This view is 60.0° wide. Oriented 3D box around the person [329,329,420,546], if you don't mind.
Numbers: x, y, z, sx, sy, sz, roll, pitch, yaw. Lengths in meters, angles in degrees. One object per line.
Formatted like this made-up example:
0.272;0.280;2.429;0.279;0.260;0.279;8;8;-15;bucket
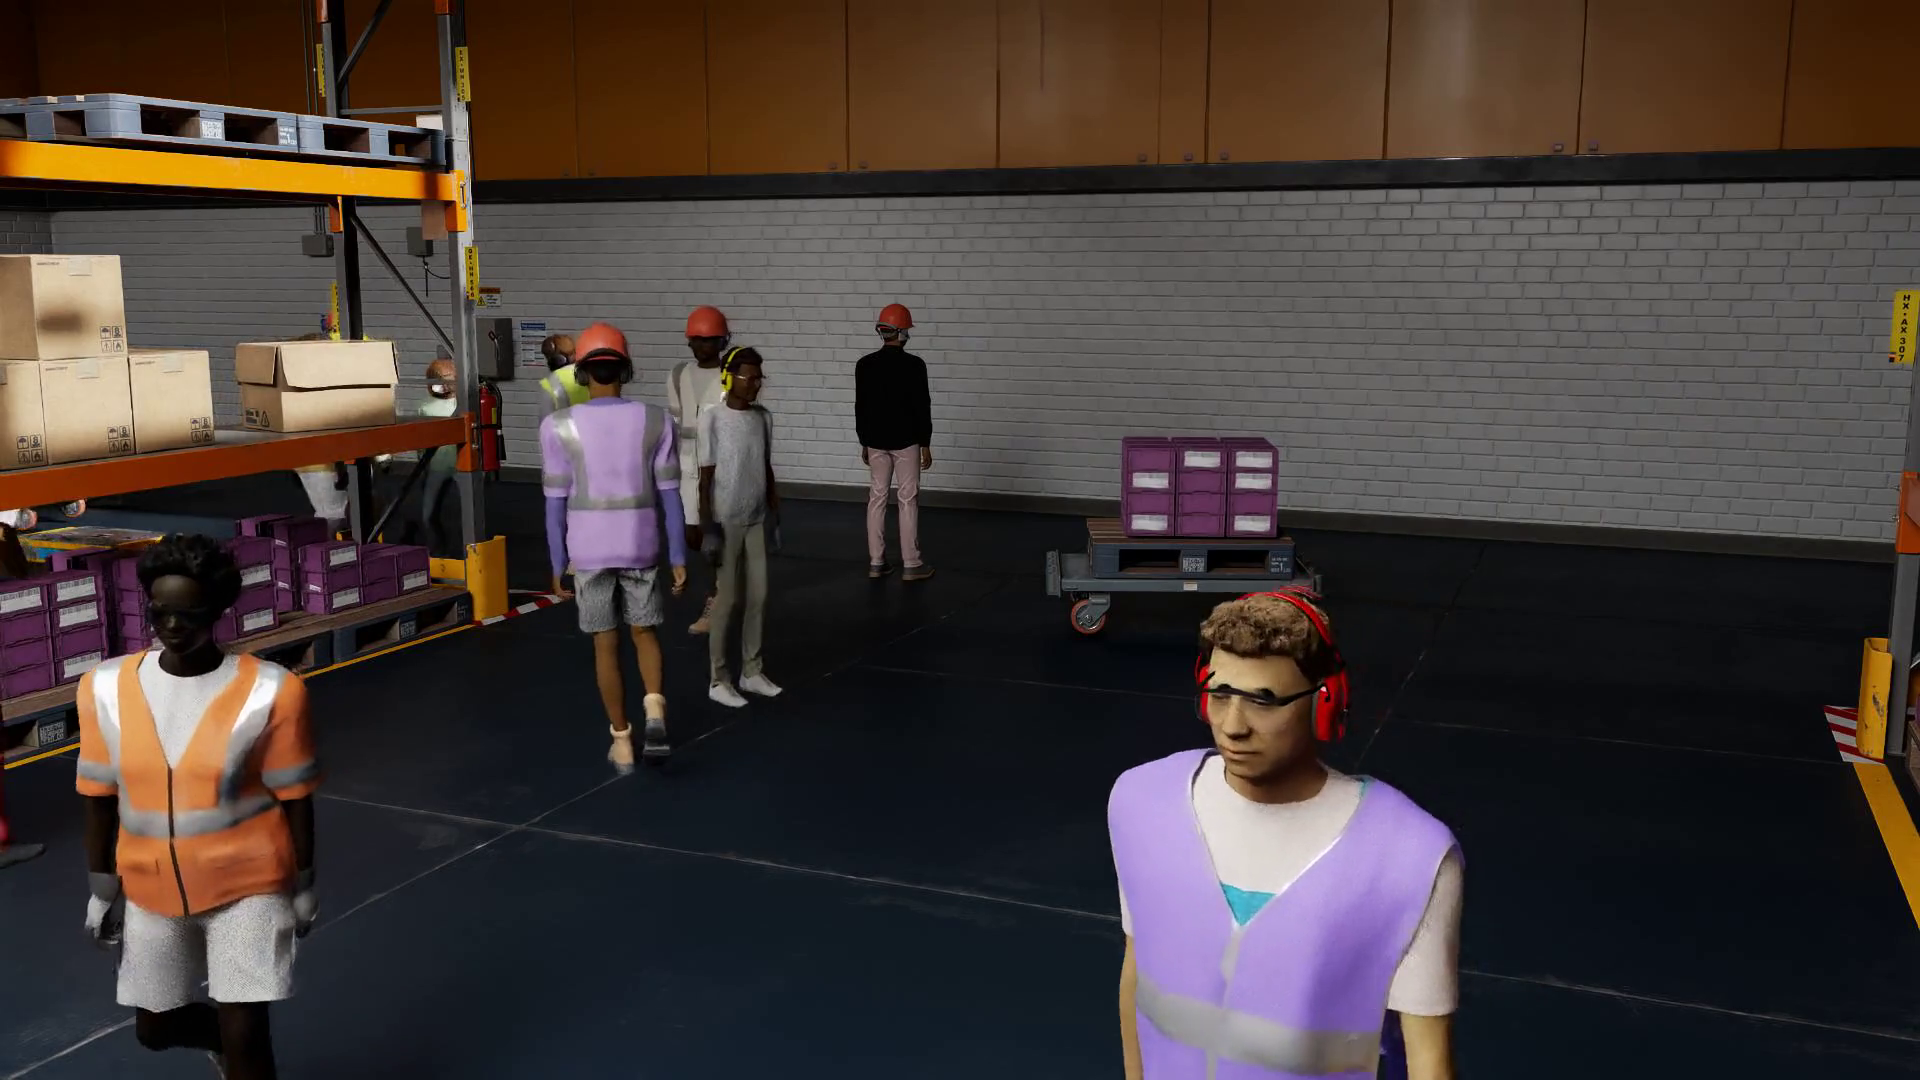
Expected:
-4.493;-0.696;12.579;0.604;1.816;0.663;6;11;31;person

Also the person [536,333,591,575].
-2.692;-0.578;11.923;0.662;1.801;0.773;-9;13;-44;person

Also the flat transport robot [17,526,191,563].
-6.591;0.058;12.639;1.431;0.197;0.652;4;10;22;flat transport robot

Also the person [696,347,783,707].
-1.146;-0.068;8.625;0.355;1.856;0.530;8;12;40;person

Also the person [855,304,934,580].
-0.468;-0.707;12.059;0.611;1.996;0.378;5;11;27;person

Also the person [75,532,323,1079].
-1.755;0.785;3.957;0.531;1.679;0.600;0;9;-2;person

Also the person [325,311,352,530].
-4.689;-0.788;12.680;0.609;1.956;0.944;-5;10;-25;person

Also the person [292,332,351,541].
-4.448;-0.513;11.427;0.630;1.818;0.674;6;11;33;person

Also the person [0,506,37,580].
-6.060;-0.398;10.419;0.579;1.915;0.558;4;10;24;person

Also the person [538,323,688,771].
-1.517;0.059;7.341;0.629;2.019;0.605;-3;10;-19;person

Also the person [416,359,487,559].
-3.619;-0.477;11.863;0.524;1.616;0.343;0;9;-1;person

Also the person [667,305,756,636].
-1.530;-0.448;10.389;0.621;2.031;0.663;4;10;23;person

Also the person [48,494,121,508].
-8.304;-1.228;15.543;0.898;1.878;0.621;1;9;8;person

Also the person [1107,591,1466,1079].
0.497;0.952;2.611;0.582;1.804;0.952;5;11;30;person

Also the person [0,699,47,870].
-3.734;0.423;5.976;0.531;1.739;0.737;3;10;17;person
